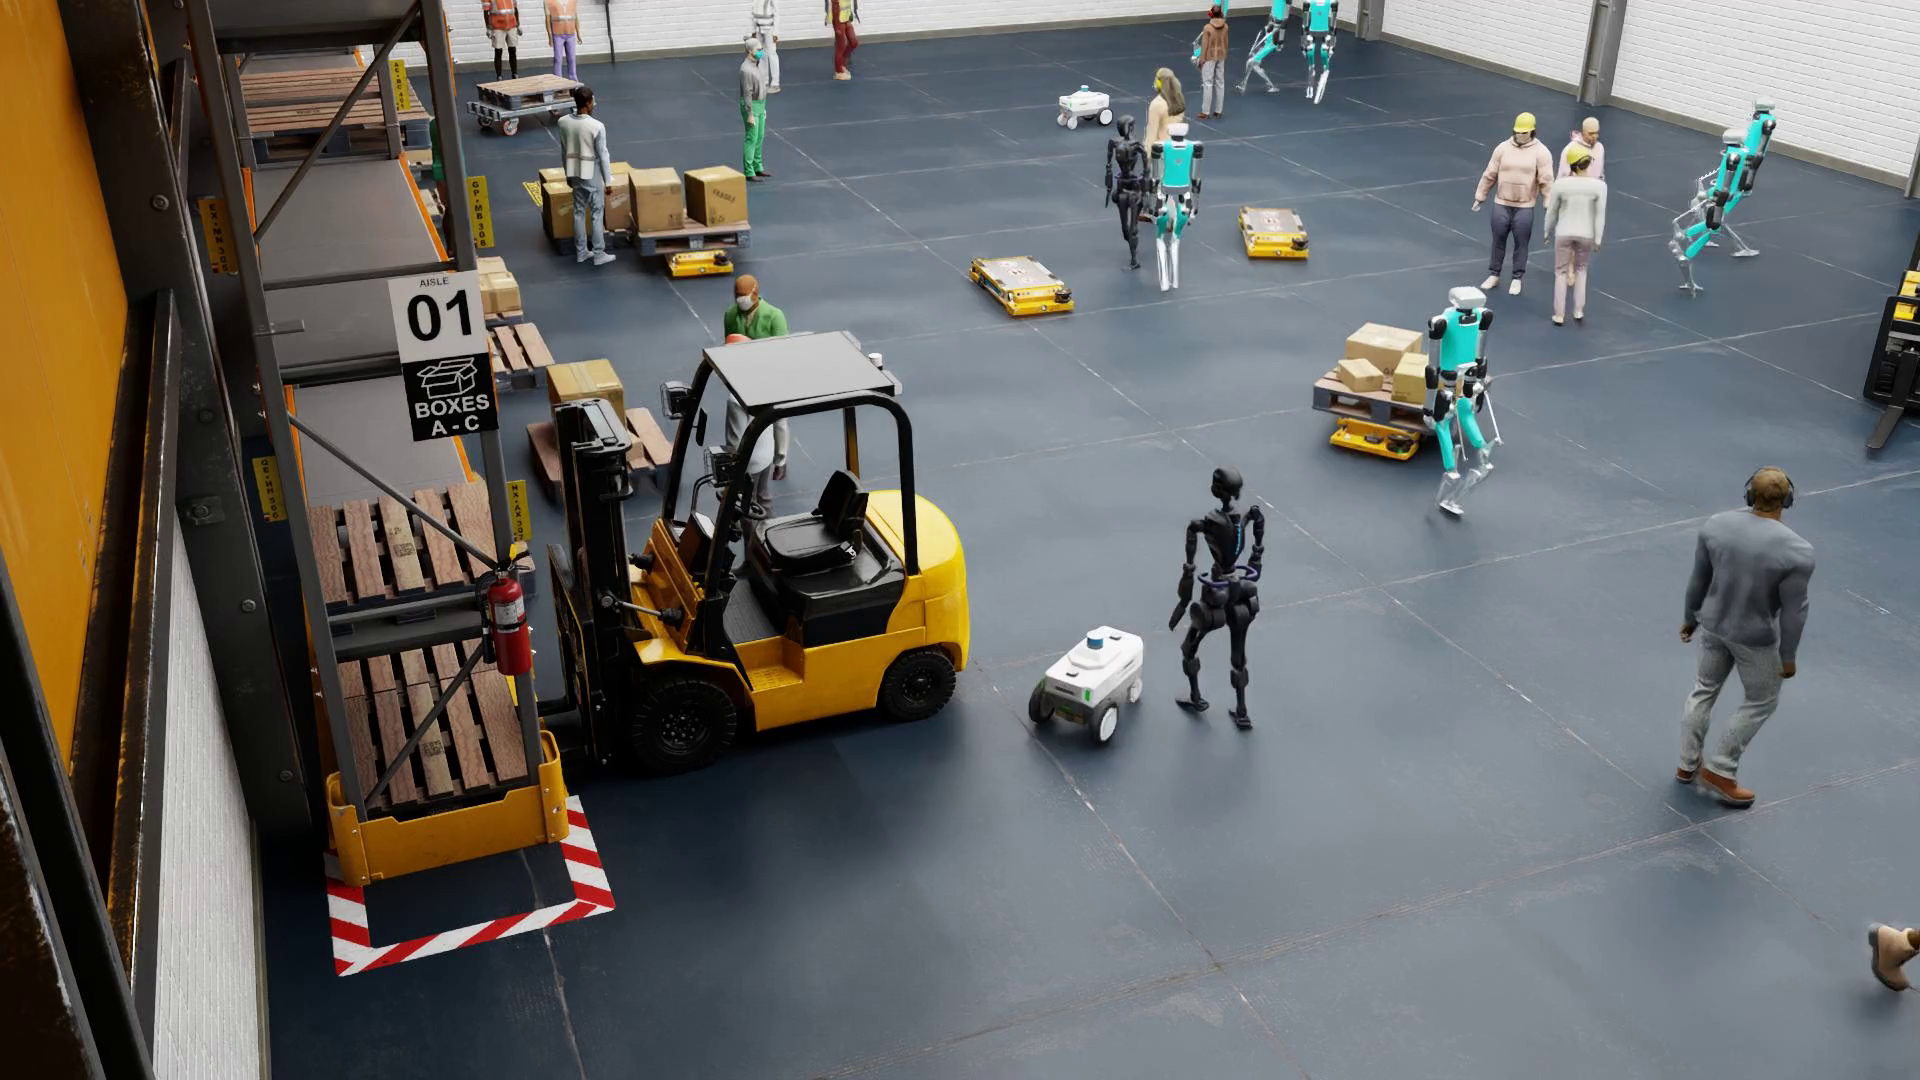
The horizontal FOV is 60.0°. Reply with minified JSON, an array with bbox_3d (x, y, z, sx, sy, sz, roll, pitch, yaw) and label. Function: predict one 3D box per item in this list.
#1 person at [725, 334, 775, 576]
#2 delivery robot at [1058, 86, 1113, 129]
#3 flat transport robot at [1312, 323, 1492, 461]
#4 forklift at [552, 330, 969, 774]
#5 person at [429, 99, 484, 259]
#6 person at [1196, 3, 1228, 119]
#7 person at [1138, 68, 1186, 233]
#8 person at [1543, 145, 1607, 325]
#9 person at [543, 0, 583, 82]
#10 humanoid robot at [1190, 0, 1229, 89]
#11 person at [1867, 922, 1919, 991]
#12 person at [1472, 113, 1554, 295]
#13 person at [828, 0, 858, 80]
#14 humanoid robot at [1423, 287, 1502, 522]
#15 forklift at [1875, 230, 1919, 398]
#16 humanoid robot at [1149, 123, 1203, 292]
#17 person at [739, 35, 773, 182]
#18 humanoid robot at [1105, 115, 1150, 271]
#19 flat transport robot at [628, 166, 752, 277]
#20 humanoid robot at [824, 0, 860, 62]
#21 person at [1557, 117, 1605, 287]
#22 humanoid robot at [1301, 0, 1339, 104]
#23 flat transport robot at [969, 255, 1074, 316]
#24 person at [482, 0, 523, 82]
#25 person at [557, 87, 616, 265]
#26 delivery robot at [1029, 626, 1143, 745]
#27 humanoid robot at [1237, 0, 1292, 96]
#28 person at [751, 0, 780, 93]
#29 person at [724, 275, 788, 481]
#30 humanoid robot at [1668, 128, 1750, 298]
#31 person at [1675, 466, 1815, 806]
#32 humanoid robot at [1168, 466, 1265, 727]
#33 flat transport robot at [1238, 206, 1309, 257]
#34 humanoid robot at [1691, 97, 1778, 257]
[{"bbox_3d":[-1.470,-0.590,11.522,0.343,1.740,0.572,8,28,16],"label":"person"},{"bbox_3d":[1.835,-6.298,24.217,0.791,0.614,0.499,-14,30,-26],"label":"delivery robot"},{"bbox_3d":[3.715,-1.045,14.066,0.659,0.231,1.431,16,31,29],"label":"flat transport robot"},{"bbox_3d":[-1.094,0.010,9.831,2.313,2.155,1.214,-10,28,-20],"label":"forklift"},{"bbox_3d":[-5.542,-3.919,18.035,0.502,1.843,0.394,24,35,39],"label":"person"},{"bbox_3d":[3.721,-7.022,24.413,0.459,1.650,0.332,-12,29,-23],"label":"person"},{"bbox_3d":[2.329,-4.494,19.207,0.891,1.842,0.604,24,35,39],"label":"person"},{"bbox_3d":[5.985,-2.972,16.270,0.539,1.727,0.518,7,28,14],"label":"person"},{"bbox_3d":[-6.150,-7.828,25.805,0.563,1.844,0.393,-19,32,-33],"label":"person"},{"bbox_3d":[3.906,-8.041,26.356,0.707,1.788,0.539,2,27,5],"label":"humanoid robot"},{"bbox_3d":[4.702,1.359,7.342,0.608,2.013,0.849,-18,32,-32],"label":"person"},{"bbox_3d":[5.725,-3.481,17.147,0.809,1.858,0.438,15,31,28],"label":"person"},{"bbox_3d":[-1.903,-8.358,26.951,0.443,1.755,0.494,10,28,19],"label":"person"},{"bbox_3d":[3.729,-0.912,12.203,0.538,1.833,0.664,-12,29,-22],"label":"humanoid robot"},{"bbox_3d":[9.029,-2.397,14.618,1.214,2.155,2.313,18,32,32],"label":"forklift"},{"bbox_3d":[2.188,-3.473,17.241,0.531,1.777,0.636,-1,27,-2],"label":"humanoid robot"},{"bbox_3d":[-2.624,-5.502,21.196,0.340,1.838,0.509,6,27,11],"label":"person"},{"bbox_3d":[1.840,-3.786,17.989,0.589,1.623,0.617,20,33,34],"label":"humanoid robot"},{"bbox_3d":[-2.961,-3.223,18.398,0.659,0.231,1.431,-7,28,-14],"label":"flat transport robot"},{"bbox_3d":[-2.007,-8.959,28.254,0.610,1.629,0.554,-5,27,-9],"label":"humanoid robot"},{"bbox_3d":[6.442,-3.537,17.360,0.563,1.750,0.484,-11,29,-21],"label":"person"},{"bbox_3d":[5.476,-7.536,25.409,0.539,1.857,0.878,6,27,12],"label":"humanoid robot"},{"bbox_3d":[0.624,-2.656,17.270,0.659,0.231,1.431,-8,28,-16],"label":"flat transport robot"},{"bbox_3d":[-7.209,-8.123,26.257,0.613,1.962,0.361,-20,33,-35],"label":"person"},{"bbox_3d":[-4.026,-3.922,17.972,0.596,1.907,0.410,11,29,21],"label":"person"},{"bbox_3d":[0.795,0.840,10.009,0.499,0.604,0.801,17,31,30],"label":"delivery robot"},{"bbox_3d":[4.656,-7.817,25.939,0.957,1.774,0.542,-8,28,-15],"label":"humanoid robot"},{"bbox_3d":[-3.056,-7.978,26.060,0.582,1.882,0.338,23,35,38],"label":"person"},{"bbox_3d":[-1.544,-1.161,12.668,0.541,1.734,0.915,4,27,7],"label":"person"},{"bbox_3d":[7.517,-3.269,16.950,0.712,1.883,0.564,13,29,24],"label":"humanoid robot"},{"bbox_3d":[4.265,0.518,9.122,0.439,1.917,0.665,-19,32,-32],"label":"person"},{"bbox_3d":[1.523,0.320,9.787,0.603,1.644,0.499,-12,29,-22],"label":"humanoid robot"},{"bbox_3d":[3.564,-3.518,18.985,0.659,0.231,1.431,2,27,3],"label":"flat transport robot"},{"bbox_3d":[8.456,-3.966,18.221,0.954,1.745,0.550,5,27,10],"label":"humanoid robot"}]
